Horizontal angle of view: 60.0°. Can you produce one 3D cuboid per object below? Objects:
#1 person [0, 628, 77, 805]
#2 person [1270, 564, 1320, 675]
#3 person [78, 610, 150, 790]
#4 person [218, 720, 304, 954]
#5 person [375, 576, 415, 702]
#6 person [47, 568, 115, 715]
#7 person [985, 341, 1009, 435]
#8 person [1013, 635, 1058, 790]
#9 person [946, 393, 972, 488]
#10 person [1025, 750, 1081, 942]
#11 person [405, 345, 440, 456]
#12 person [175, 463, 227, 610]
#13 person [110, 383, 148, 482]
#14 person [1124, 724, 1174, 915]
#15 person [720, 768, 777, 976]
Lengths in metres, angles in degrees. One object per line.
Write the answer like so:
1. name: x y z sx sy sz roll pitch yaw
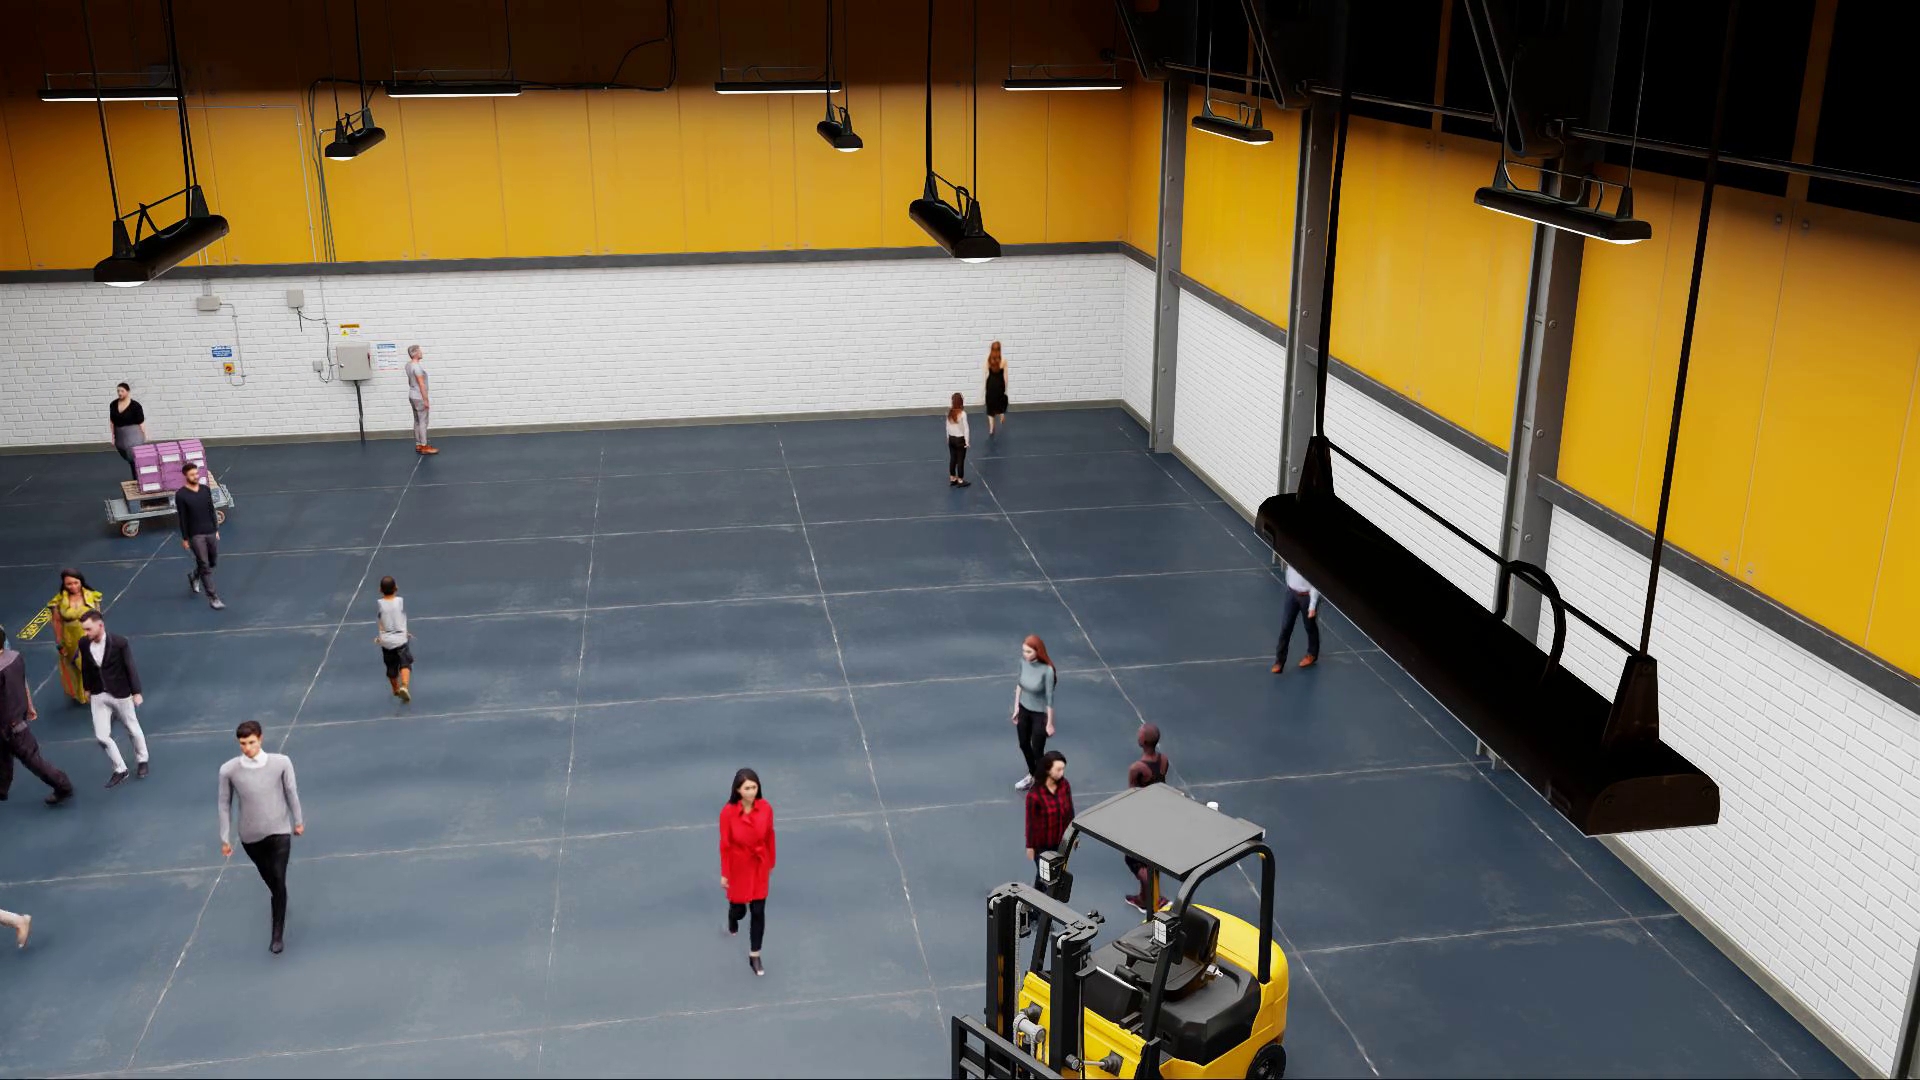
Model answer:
1. person: -8.862 1.691 15.724 0.750 1.806 1.113 -2 19 -7
2. person: 3.914 0.663 18.874 1.173 1.744 1.181 -17 25 -40
3. person: -8.273 1.492 16.317 0.846 1.805 0.886 -2 19 -5
4. person: -5.701 2.351 13.666 0.765 1.870 1.213 -4 19 -11
5. person: -6.188 1.055 18.178 0.625 1.445 0.817 -6 19 -16
6. person: -9.456 1.075 17.875 1.115 1.601 1.356 -13 22 -33
7. person: 0.600 -2.614 28.861 0.847 1.581 1.135 4 19 10
8. person: 0.717 1.685 15.866 0.858 1.727 0.767 -17 25 -41
9. person: -0.054 -1.558 25.877 0.657 1.484 0.719 16 24 39
10. person: 0.653 2.456 13.720 0.737 1.635 0.801 -15 24 -38
11. person: -9.016 -2.350 27.685 0.832 1.832 0.693 -15 24 -37
12. person: -9.578 -0.066 20.878 1.148 1.848 1.092 13 22 33
13. person: -12.697 -1.568 25.519 0.854 1.732 1.143 2 19 6
14. person: 1.614 2.372 13.800 0.813 1.743 0.974 -13 23 -34
15. person: -1.713 2.587 13.174 0.725 1.736 0.884 -8 20 -23
